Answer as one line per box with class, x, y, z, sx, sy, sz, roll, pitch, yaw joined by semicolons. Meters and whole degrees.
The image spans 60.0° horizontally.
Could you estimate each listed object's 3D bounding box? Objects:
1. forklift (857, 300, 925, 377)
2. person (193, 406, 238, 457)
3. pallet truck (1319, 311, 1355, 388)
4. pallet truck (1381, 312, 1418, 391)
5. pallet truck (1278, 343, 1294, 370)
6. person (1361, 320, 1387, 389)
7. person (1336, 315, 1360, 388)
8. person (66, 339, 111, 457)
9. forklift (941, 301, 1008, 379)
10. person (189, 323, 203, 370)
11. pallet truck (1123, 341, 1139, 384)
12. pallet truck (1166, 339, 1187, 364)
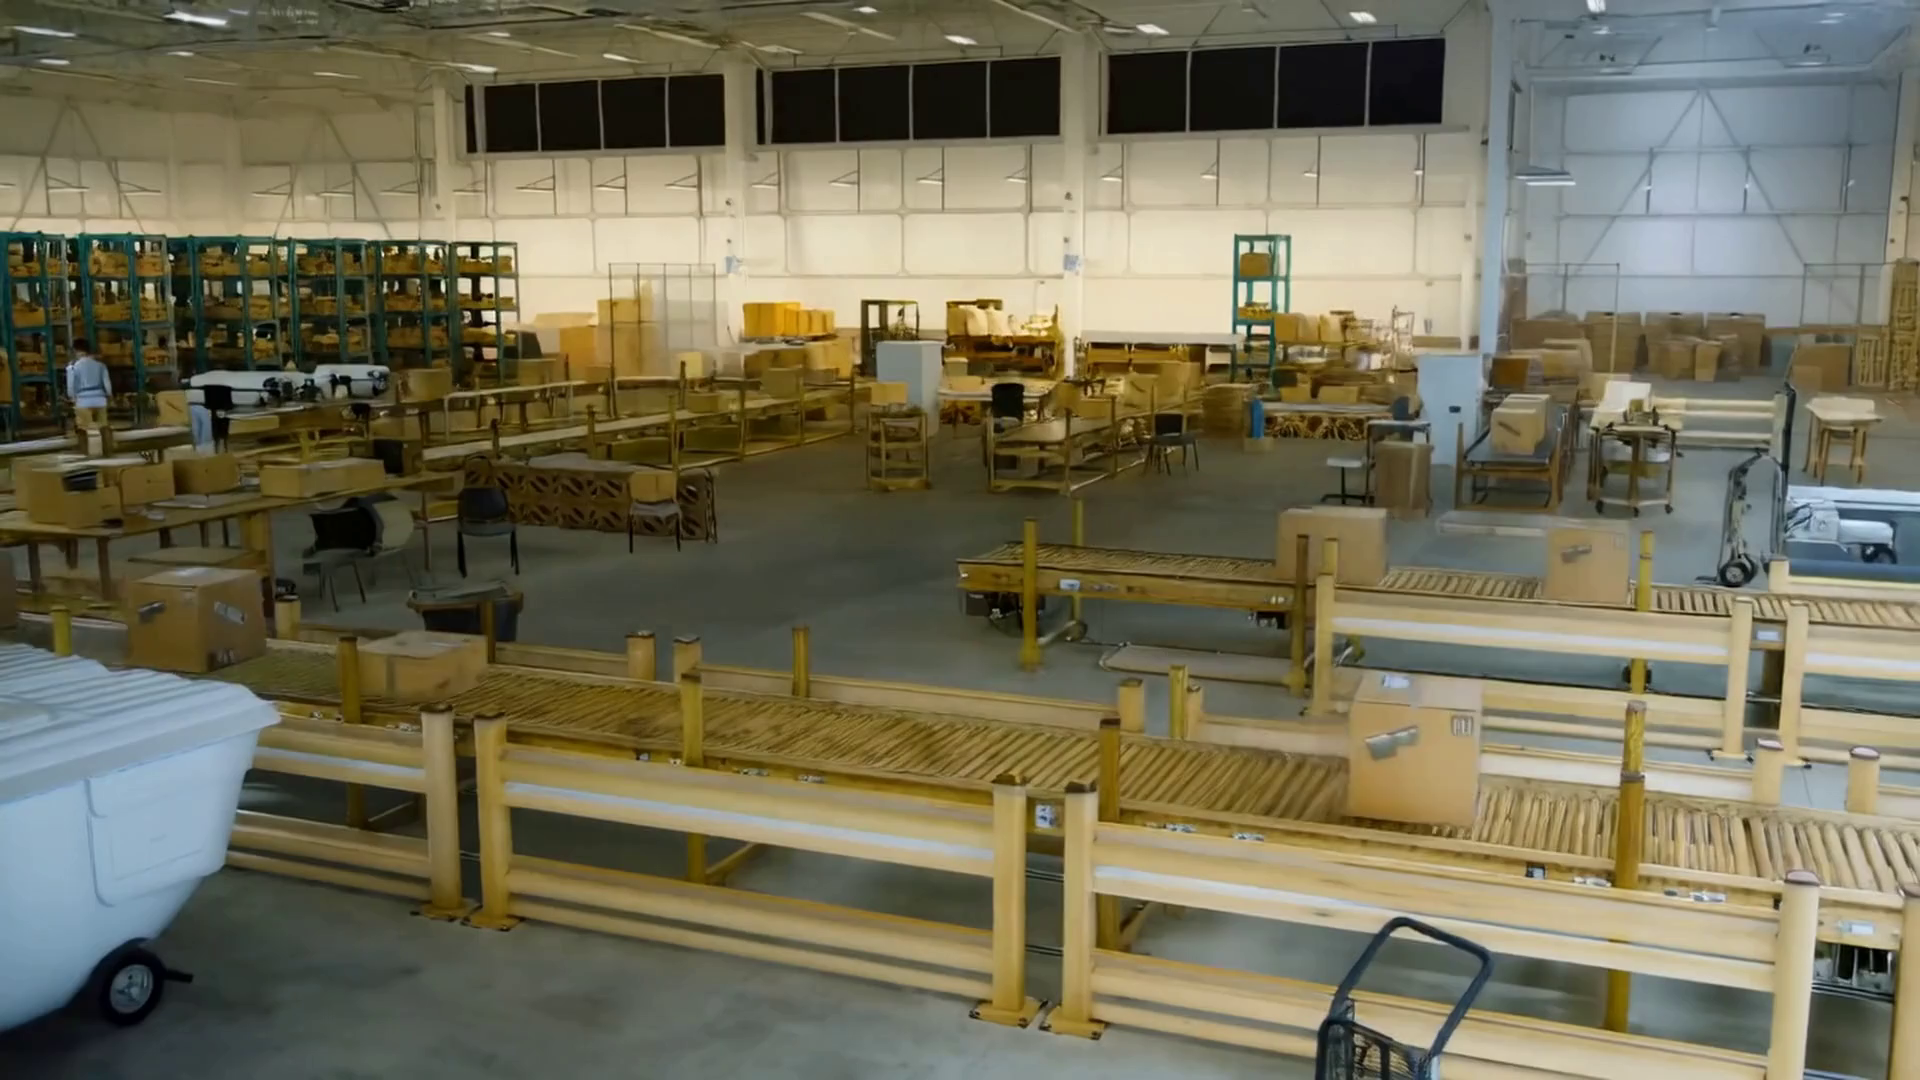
forklift;-1.732;-5.109;42.468;1.157;1.987;2.680;4;10;22
person;-9.113;-1.180;20.316;0.530;1.753;0.505;2;9;9
pallet truck;9.071;-4.419;39.190;0.823;1.965;1.885;5;10;26
pallet truck;10.207;-4.283;38.369;0.823;1.965;1.885;3;10;20
pallet truck;7.886;-4.163;39.743;0.653;1.274;1.630;4;10;22
person;9.157;-3.919;36.629;0.713;1.862;0.663;-1;9;-6
person;8.090;-3.717;34.952;0.984;1.994;0.612;-5;10;-26
person;-13.019;-2.026;24.871;0.402;1.938;0.602;9;13;43
forklift;0.365;-4.966;41.571;1.157;1.987;2.680;3;10;20
person;-17.908;-4.312;39.048;0.560;1.837;0.388;-3;10;-17
pallet truck;4.445;-4.380;41.279;0.680;1.201;1.601;4;10;22
pallet truck;5.418;-4.269;40.420;0.704;1.261;1.522;3;10;20
